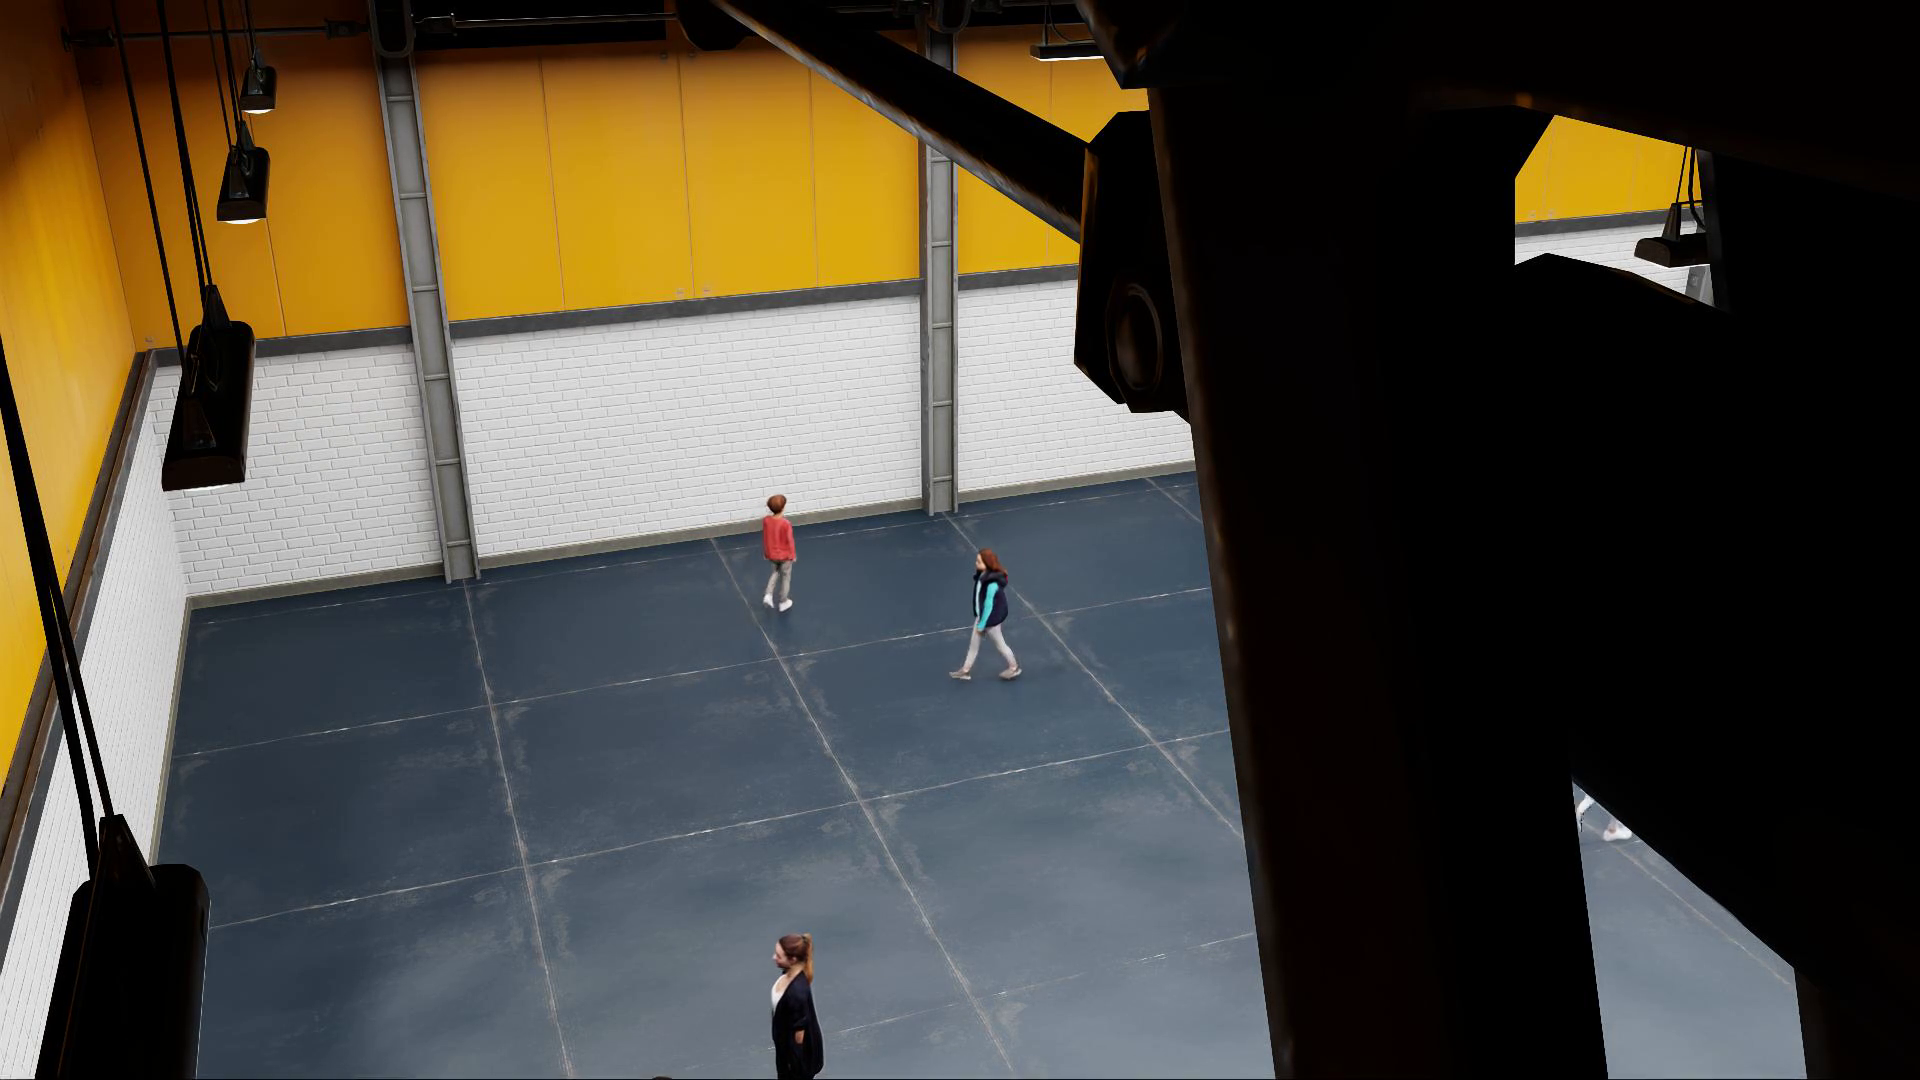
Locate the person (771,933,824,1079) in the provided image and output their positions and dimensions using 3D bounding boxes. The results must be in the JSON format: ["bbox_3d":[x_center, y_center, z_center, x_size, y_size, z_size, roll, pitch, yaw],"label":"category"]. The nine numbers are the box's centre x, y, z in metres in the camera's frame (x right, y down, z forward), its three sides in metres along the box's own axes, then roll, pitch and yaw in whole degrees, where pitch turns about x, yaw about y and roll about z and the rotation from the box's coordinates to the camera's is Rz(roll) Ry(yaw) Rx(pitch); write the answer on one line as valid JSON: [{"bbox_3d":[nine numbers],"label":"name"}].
[{"bbox_3d":[-1.070,3.313,11.006,0.609,1.684,0.668,-4,24,-9],"label":"person"}]

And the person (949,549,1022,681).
[{"bbox_3d":[0.368,0.796,17.042,0.970,1.461,0.569,-8,25,-17],"label":"person"}]

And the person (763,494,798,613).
[{"bbox_3d":[-2.042,0.172,18.541,0.696,1.405,0.760,12,26,25],"label":"person"}]
